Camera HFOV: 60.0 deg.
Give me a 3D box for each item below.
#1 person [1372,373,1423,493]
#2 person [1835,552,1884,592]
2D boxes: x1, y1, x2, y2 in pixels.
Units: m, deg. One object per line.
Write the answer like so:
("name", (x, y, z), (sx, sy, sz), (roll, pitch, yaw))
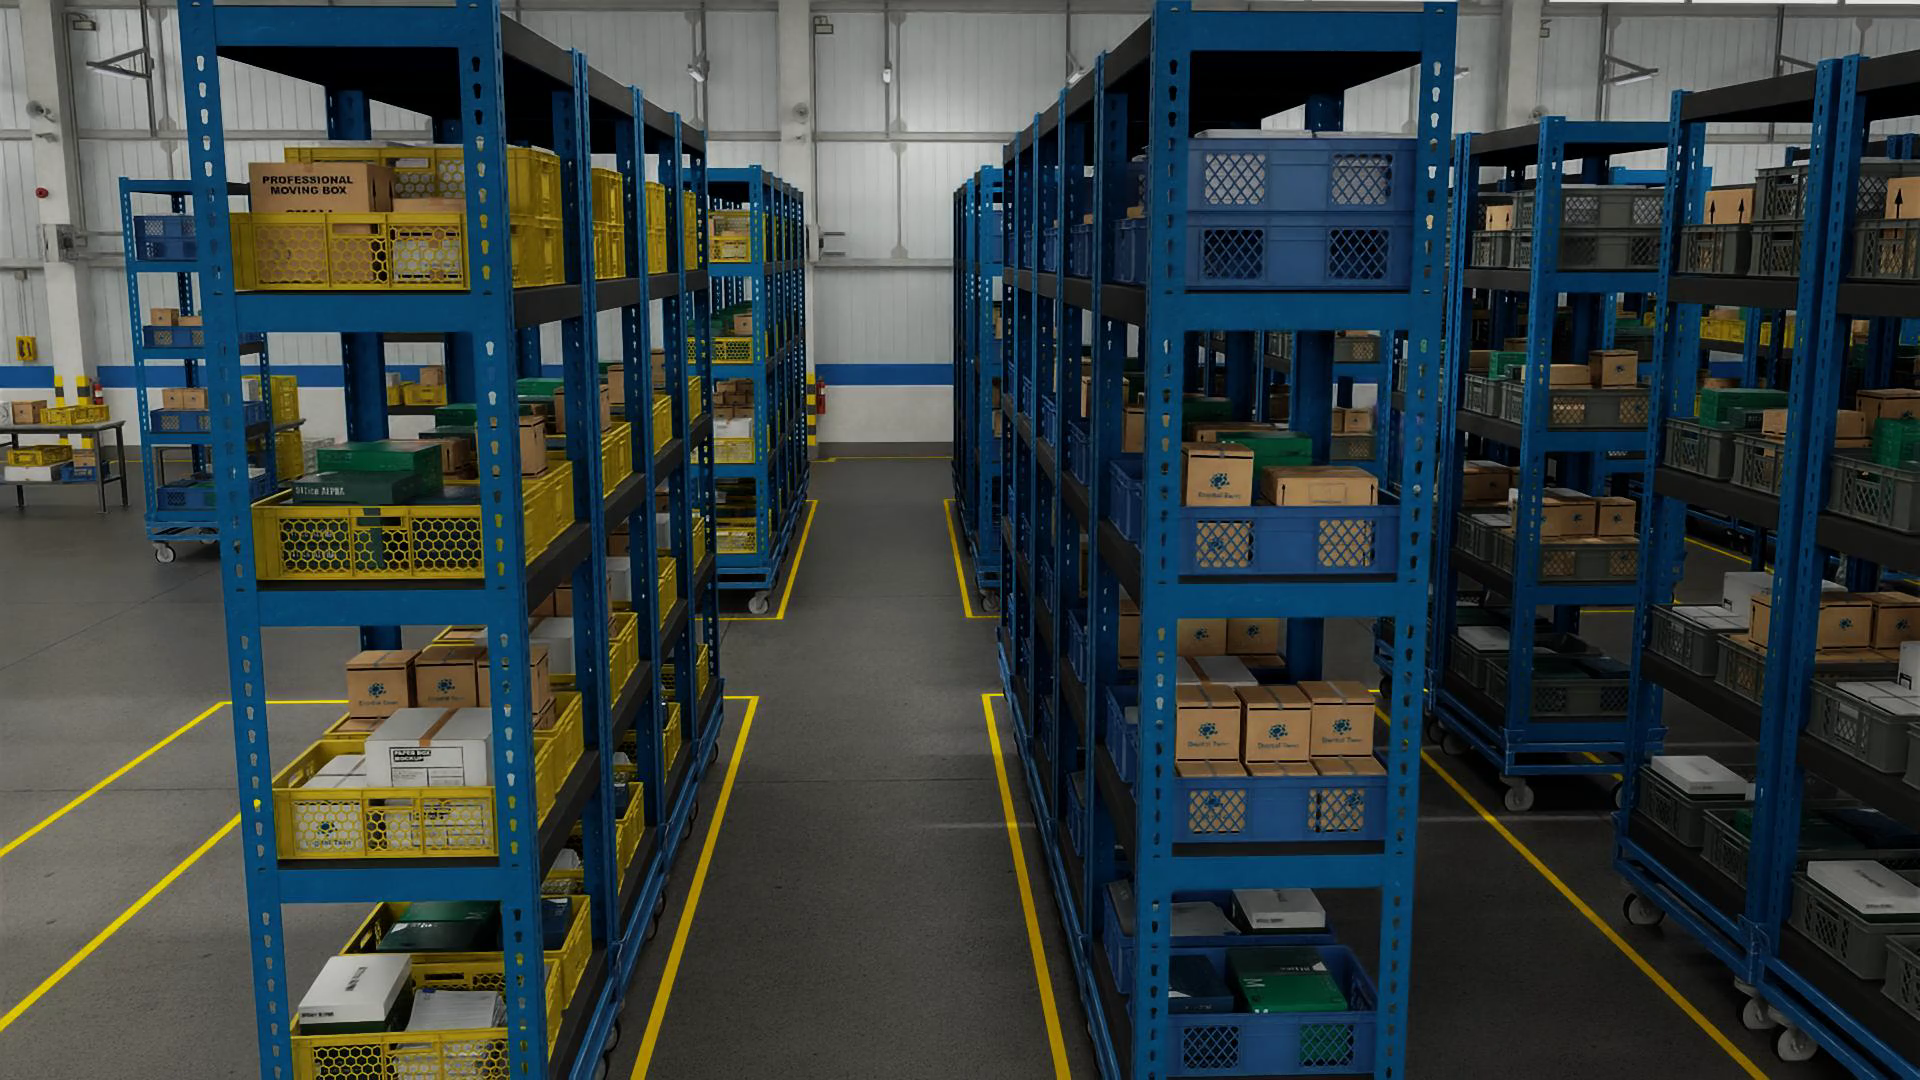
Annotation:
("person", (4.237, -0.752, 16.097), (0.577, 1.819, 0.719), (-1, 10, -6))
("person", (6.705, -0.086, 12.250), (0.588, 1.837, 0.403), (-4, 11, -23))
